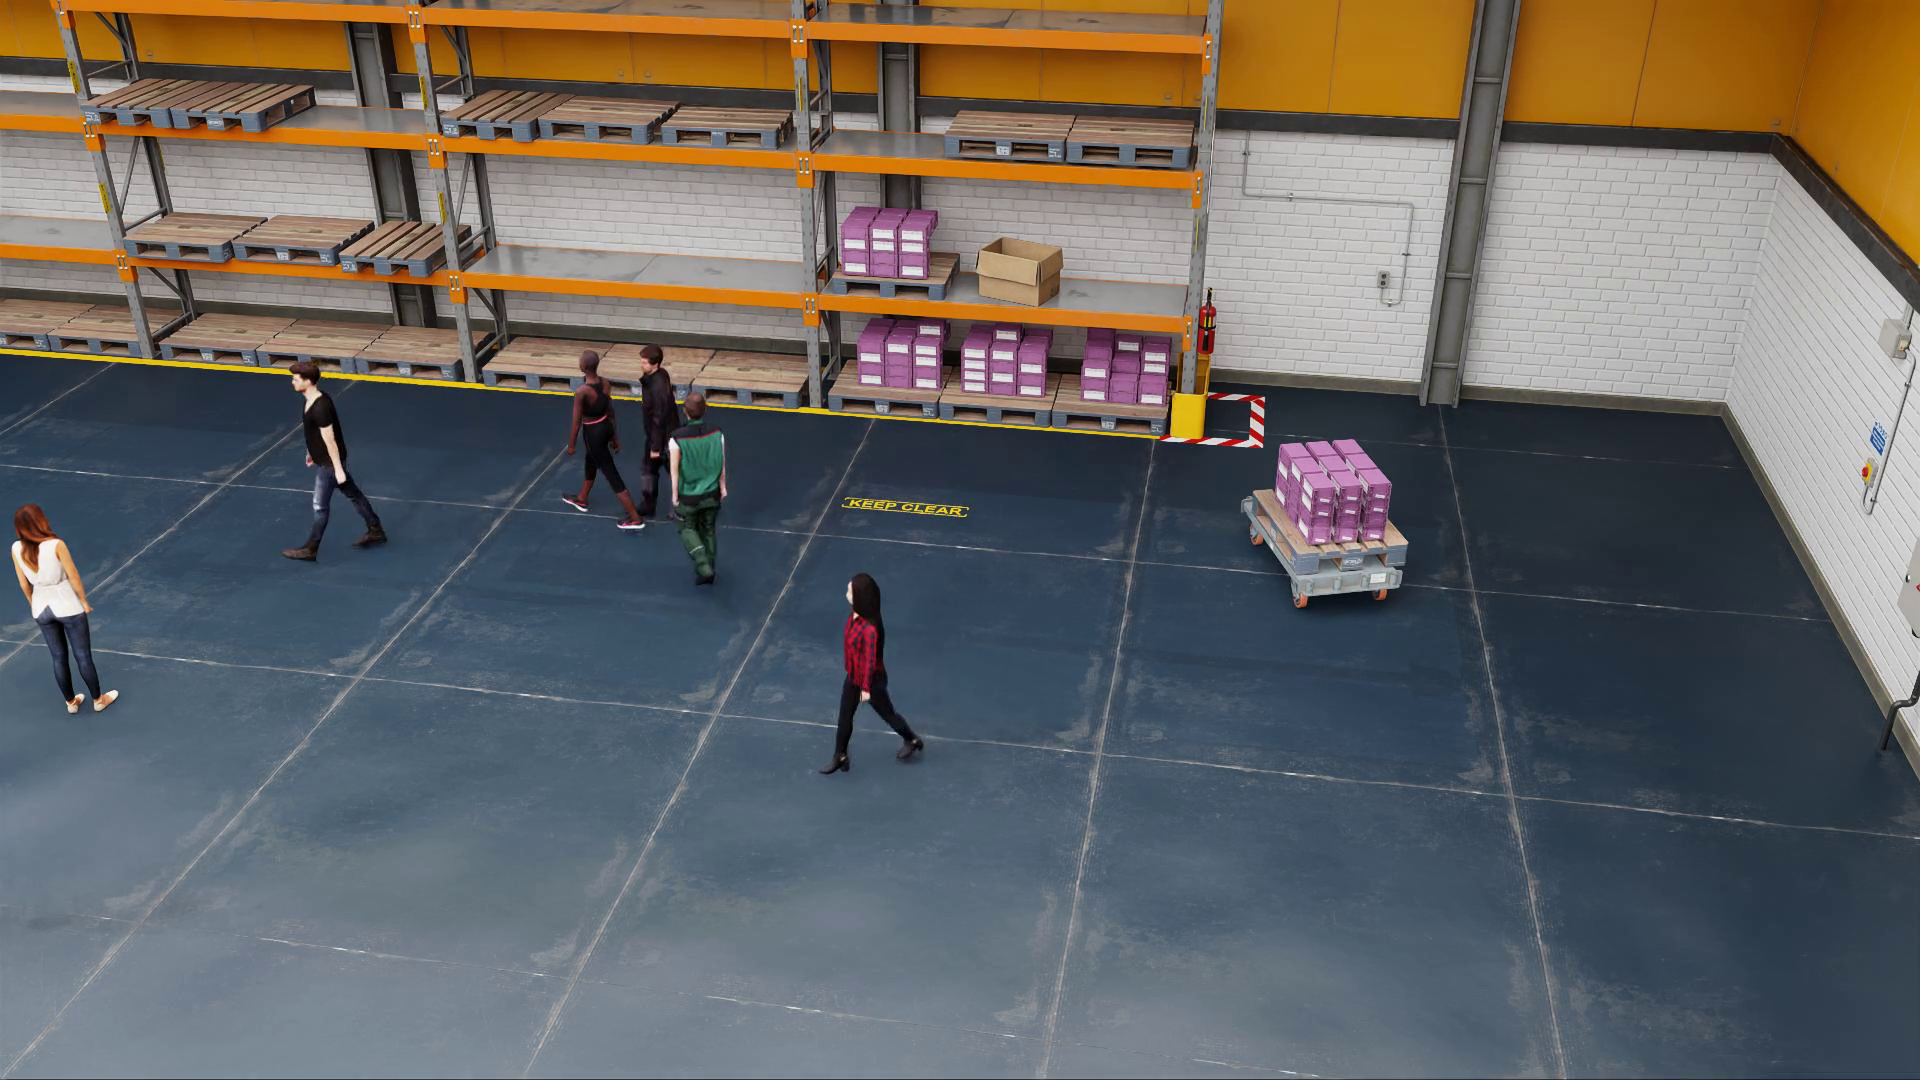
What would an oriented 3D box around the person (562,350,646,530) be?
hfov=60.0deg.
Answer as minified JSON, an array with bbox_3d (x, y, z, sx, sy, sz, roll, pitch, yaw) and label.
[{"bbox_3d":[-3.246,-0.865,15.286,1.279,1.700,0.820,13,31,23],"label":"person"}]

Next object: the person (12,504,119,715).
[{"bbox_3d":[-6.856,0.532,12.637,0.535,1.785,0.692,-1,29,-3],"label":"person"}]

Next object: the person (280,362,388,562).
[{"bbox_3d":[-5.517,-0.708,14.840,1.265,1.850,1.108,-13,31,-22],"label":"person"}]

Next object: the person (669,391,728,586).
[{"bbox_3d":[-2.232,-0.393,14.284,0.879,1.831,0.927,-13,31,-23],"label":"person"}]

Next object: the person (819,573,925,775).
[{"bbox_3d":[-0.581,0.979,11.991,1.121,1.618,0.931,-10,30,-18],"label":"person"}]

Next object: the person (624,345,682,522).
[{"bbox_3d":[-2.640,-0.970,15.366,1.082,1.808,0.978,-8,30,-14],"label":"person"}]
